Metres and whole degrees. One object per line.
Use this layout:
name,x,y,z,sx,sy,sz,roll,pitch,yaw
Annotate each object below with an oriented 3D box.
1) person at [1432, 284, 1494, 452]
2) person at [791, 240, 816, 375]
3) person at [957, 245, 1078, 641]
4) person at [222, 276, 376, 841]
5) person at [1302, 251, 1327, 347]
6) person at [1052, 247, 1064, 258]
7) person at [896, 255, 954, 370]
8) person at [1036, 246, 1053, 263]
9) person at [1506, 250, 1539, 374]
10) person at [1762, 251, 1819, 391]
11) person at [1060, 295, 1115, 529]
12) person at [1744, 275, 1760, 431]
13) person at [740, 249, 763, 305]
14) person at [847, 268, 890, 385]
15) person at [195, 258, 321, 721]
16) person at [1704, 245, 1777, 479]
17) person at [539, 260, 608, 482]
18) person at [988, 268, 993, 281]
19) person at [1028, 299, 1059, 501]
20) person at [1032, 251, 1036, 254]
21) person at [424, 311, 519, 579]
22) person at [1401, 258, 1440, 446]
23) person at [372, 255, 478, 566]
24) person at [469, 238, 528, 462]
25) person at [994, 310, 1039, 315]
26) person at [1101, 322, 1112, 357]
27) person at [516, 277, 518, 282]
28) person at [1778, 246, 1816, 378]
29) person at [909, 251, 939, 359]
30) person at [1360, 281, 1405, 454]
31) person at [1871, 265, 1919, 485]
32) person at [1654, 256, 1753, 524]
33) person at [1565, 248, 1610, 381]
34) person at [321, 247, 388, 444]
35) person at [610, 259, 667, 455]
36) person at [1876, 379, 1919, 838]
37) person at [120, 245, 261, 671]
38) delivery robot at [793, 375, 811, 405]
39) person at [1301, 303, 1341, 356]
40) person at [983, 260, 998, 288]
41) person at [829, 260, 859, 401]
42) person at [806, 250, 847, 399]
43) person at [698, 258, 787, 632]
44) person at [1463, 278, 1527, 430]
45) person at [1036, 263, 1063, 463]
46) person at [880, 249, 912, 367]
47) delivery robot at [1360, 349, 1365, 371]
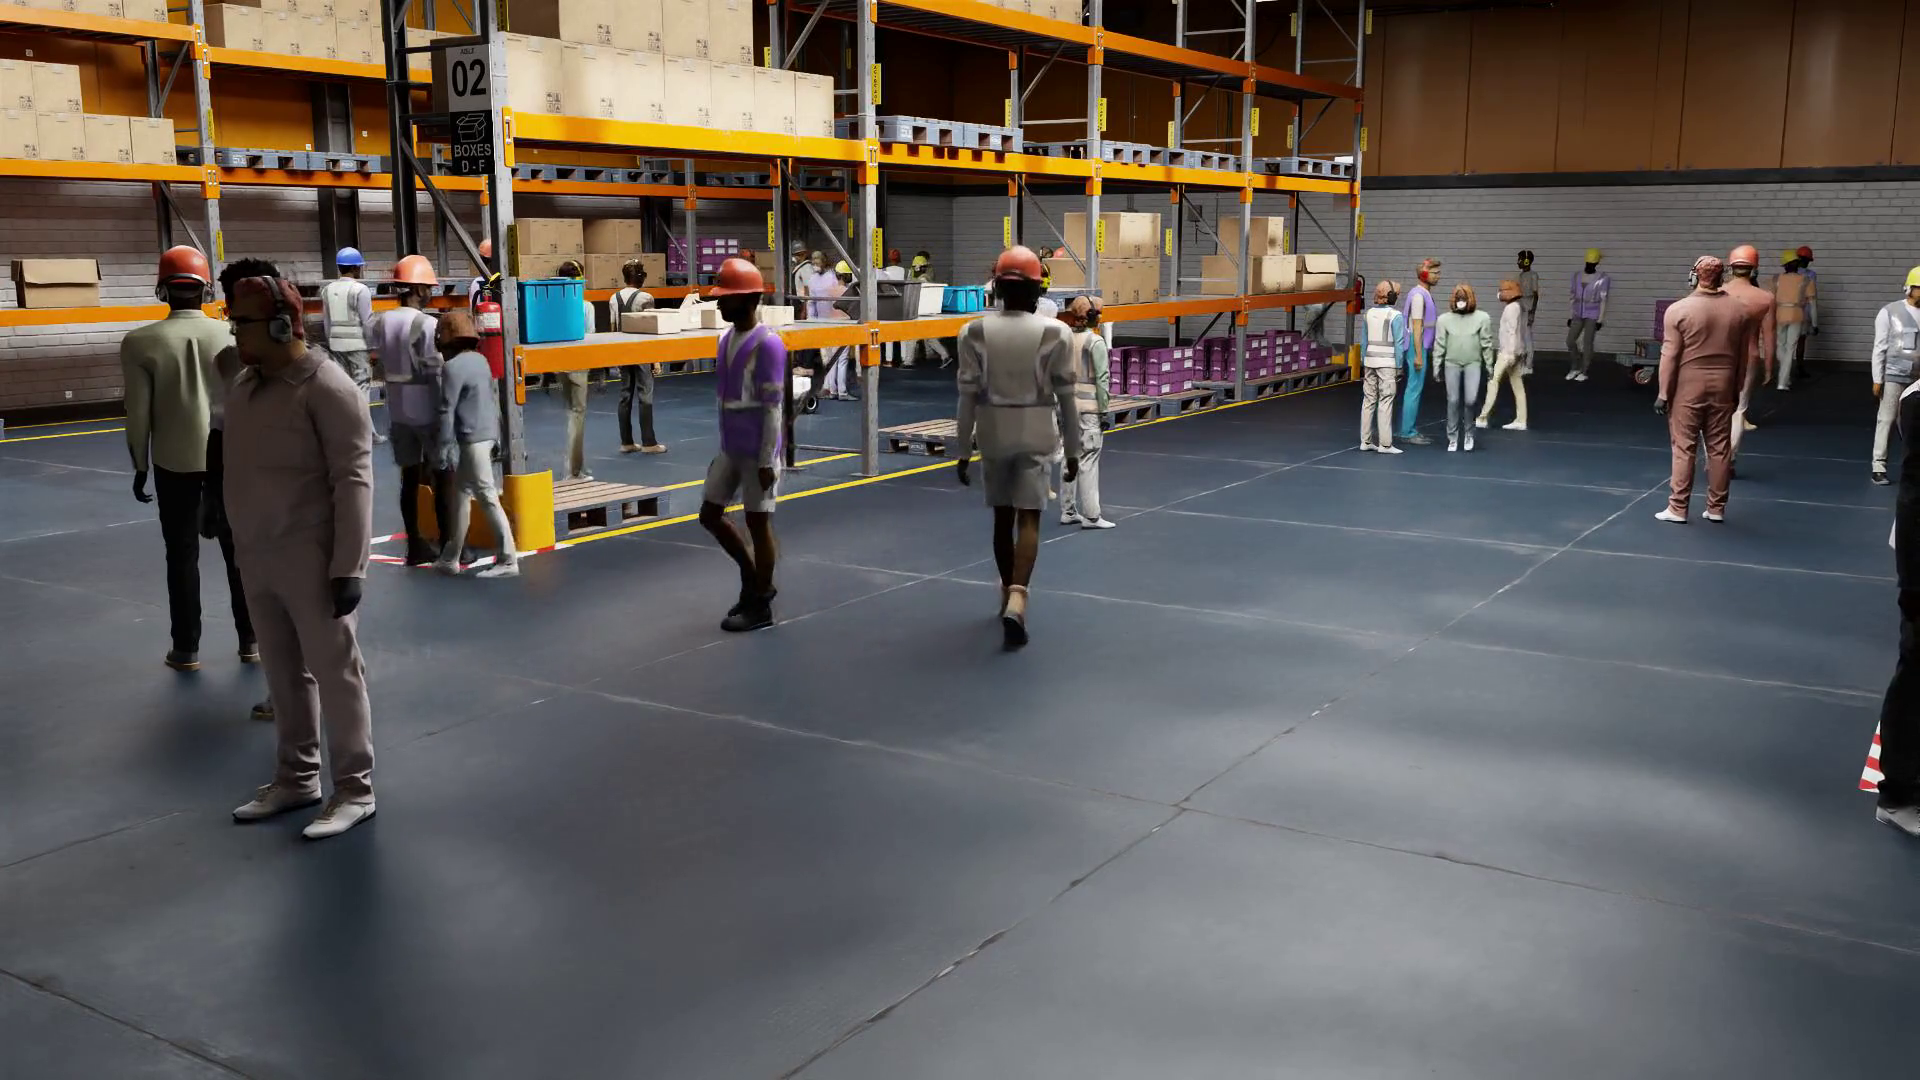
person,4.790,-1.628,15.837,0.571,1.608,0.454,4,11,21
person,-2.415,-3.506,25.059,0.536,2.000,0.672,-2,10,-12
person,0.284,-0.507,8.565,0.622,2.006,1.009,2,10,10
person,-2.278,0.064,5.655,0.648,1.904,0.401,7,12,33
person,5.800,-3.797,27.242,0.404,1.835,0.587,5,11,25
person,1.259,-2.727,21.055,0.377,1.928,0.542,2,11,13
person,-0.531,-3.536,25.934,0.863,1.794,0.600,1,10,8
person,1.088,-2.841,21.656,0.370,1.940,0.630,5,11,26
person,8.532,-3.430,25.131,0.333,1.864,0.515,-2,10,-9
person,11.251,-2.955,22.483,0.659,1.855,0.986,8,13,37
person,0.878,-0.896,11.701,0.311,1.642,0.513,-6,12,-31
person,8.354,-2.022,17.779,0.318,1.700,0.536,-1,10,-6
person,-3.158,-3.399,24.902,0.572,1.882,0.356,8,13,37
person,-1.283,-3.115,23.305,0.653,1.879,0.996,-2,10,-12
person,-2.893,-0.186,6.921,0.632,1.946,0.493,6,12,30
person,6.595,-1.508,14.155,0.659,1.974,0.584,6,12,31
person,-3.180,-1.401,13.921,0.572,1.850,0.657,5,11,24
person,0.503,-3.063,23.713,0.514,1.642,0.310,-1,10,-5
person,0.523,-1.136,12.872,0.535,1.700,0.318,5,11,24
person,1.064,-3.549,25.813,0.650,1.850,1.002,-3,11,-14
person,-2.985,-0.562,9.963,0.707,1.587,0.591,1,10,5
person,4.544,-1.867,16.519,0.372,1.843,0.570,3,11,19
person,-3.331,-0.782,10.282,0.561,1.932,0.413,5,12,27
person,-4.256,-1.739,15.256,0.395,2.044,0.609,-8,13,-38
person,0.459,-1.351,13.880,0.527,1.767,0.331,8,13,36
person,2.391,-4.101,29.029,0.717,1.783,0.951,-4,11,-23
person,-5.796,-2.796,21.244,0.375,1.997,0.612,-2,10,-10
person,12.341,-3.348,24.499,0.379,1.927,0.542,-7,12,-33
person,-0.631,-4.019,28.471,0.620,1.838,0.430,8,13,36
person,4.012,-1.634,15.799,0.311,1.638,0.522,-6,12,-28
person,7.843,-1.350,13.724,0.595,1.825,0.403,1,10,7
person,5.284,-1.065,11.900,0.639,1.911,0.402,-1,10,-3
person,8.945,-3.205,23.769,0.496,1.898,0.626,-8,13,-38
person,-6.010,-1.908,16.459,0.602,1.949,0.396,5,11,27
person,-3.056,-1.725,15.729,0.508,1.846,0.345,5,11,24
person,3.372,0.068,5.633,0.592,1.913,0.390,-5,11,-24
person,-3.594,-0.380,7.861,0.617,1.994,0.381,-7,12,-34
delivery robot,-2.073,-1.770,19.295,0.477,0.478,0.707,9,14,42
person,5.546,-3.477,25.804,0.791,1.718,0.491,6,12,32
person,0.483,-2.499,20.198,0.962,1.790,0.629,-9,13,-40
person,-1.467,-2.633,20.980,0.328,1.767,0.532,-6,12,-29
person,-1.729,-2.737,21.198,0.761,1.891,0.649,-9,14,-42
person,-1.117,-0.474,8.566,0.400,1.926,0.567,-9,13,-40
person,5.756,-1.983,17.797,0.739,1.603,0.530,4,11,22
person,0.689,-1.543,14.808,0.498,1.820,0.947,5,12,28
person,-1.049,-3.714,26.642,0.585,1.882,0.337,-3,11,-17
delivery robot,6.006,-2.679,24.333,0.477,0.478,0.707,-3,11,-17
